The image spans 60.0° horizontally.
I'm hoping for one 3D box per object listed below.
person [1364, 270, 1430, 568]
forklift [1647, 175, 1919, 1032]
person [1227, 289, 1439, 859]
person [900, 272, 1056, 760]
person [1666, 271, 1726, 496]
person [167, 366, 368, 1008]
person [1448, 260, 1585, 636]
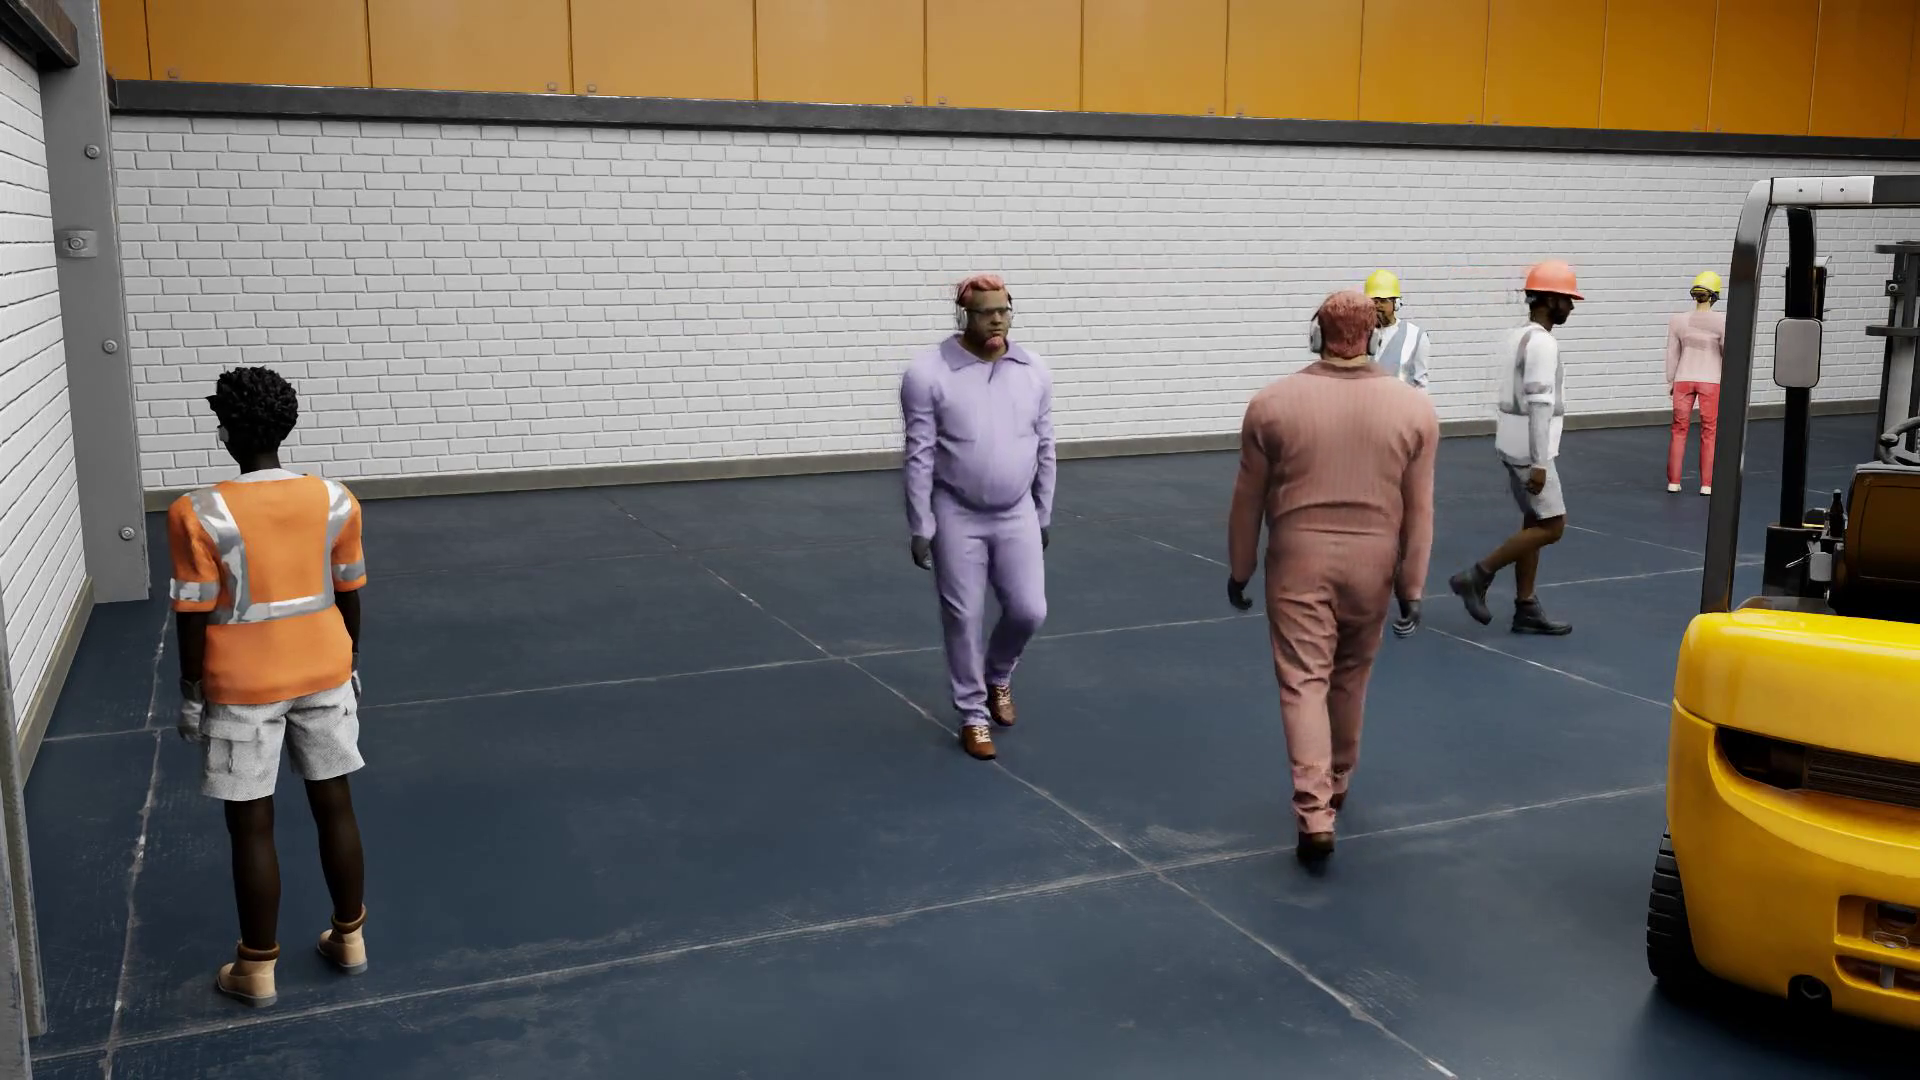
[{"bbox_3d":[2.567,-0.739,10.247,0.594,1.832,0.404,4,11,19],"label":"person"},{"bbox_3d":[2.810,0.094,4.662,1.214,2.155,2.313,7,12,34],"label":"forklift"},{"bbox_3d":[1.233,0.098,5.567,0.655,1.865,0.980,1,10,5],"label":"person"},{"bbox_3d":[0.085,-0.096,6.535,0.654,1.891,0.456,-3,11,-18],"label":"person"},{"bbox_3d":[5.839,-1.229,13.134,0.523,1.769,0.309,9,14,40],"label":"person"},{"bbox_3d":[-1.828,0.386,4.446,0.318,1.691,0.534,8,13,39],"label":"person"},{"bbox_3d":[2.851,-0.454,8.446,0.567,1.916,0.570,1,10,6],"label":"person"}]
